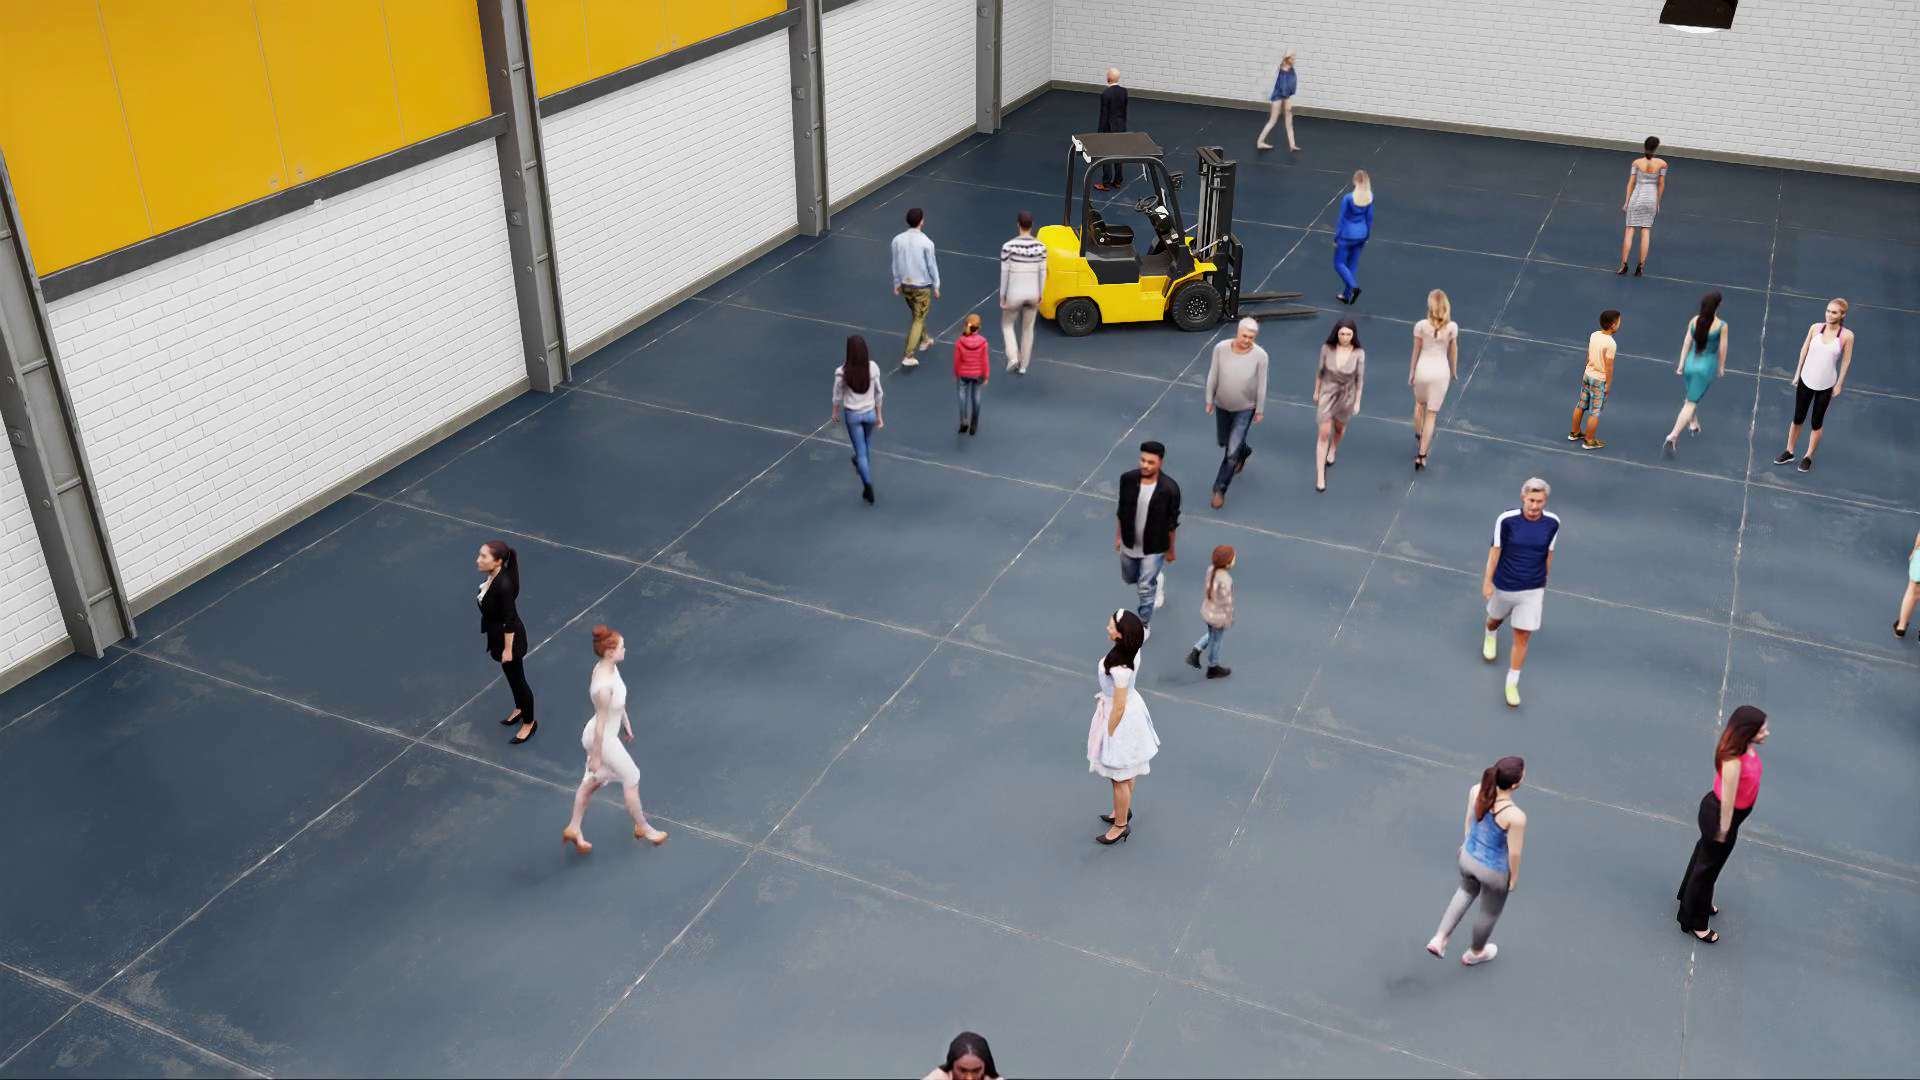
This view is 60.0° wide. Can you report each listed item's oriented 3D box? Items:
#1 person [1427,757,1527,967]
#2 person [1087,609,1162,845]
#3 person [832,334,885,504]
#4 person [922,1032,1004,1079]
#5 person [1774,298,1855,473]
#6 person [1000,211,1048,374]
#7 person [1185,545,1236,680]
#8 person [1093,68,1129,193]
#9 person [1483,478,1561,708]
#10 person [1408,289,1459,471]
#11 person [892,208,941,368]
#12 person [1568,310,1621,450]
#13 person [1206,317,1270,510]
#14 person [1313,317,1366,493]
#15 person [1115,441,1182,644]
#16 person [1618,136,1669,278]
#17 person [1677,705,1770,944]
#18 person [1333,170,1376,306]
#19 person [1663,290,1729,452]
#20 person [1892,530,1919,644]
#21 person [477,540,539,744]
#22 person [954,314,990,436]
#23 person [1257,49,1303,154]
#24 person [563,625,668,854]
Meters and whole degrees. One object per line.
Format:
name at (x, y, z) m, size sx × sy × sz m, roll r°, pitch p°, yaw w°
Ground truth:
person at (3.155, 1.988, 10.112) m, size 0.895 × 1.602 × 0.791 m, roll -18°, pitch 33°, yaw -29°
person at (1.080, 1.258, 11.223) m, size 0.803 × 1.819 × 0.707 m, roll 7°, pitch 29°, yaw 13°
person at (-0.918, -1.118, 15.832) m, size 1.059 × 1.576 × 1.085 m, roll -12°, pitch 31°, yaw -20°
person at (0.032, 3.024, 8.095) m, size 0.687 × 1.714 × 0.638 m, roll 4°, pitch 29°, yaw 7°
person at (8.456, -1.539, 16.384) m, size 0.656 × 1.786 × 0.678 m, roll -24°, pitch 37°, yaw -37°
person at (0.710, -2.687, 18.438) m, size 0.866 × 1.835 × 0.911 m, roll -7°, pitch 29°, yaw -13°
person at (1.976, 0.577, 13.130) m, size 0.706 × 1.189 × 0.650 m, roll -8°, pitch 30°, yaw -14°
person at (2.267, -6.111, 24.753) m, size 0.706 × 1.800 × 0.833 m, roll -19°, pitch 34°, yaw -30°
person at (4.338, 0.304, 12.995) m, size 0.885 × 1.797 × 1.268 m, roll 4°, pitch 29°, yaw 8°
person at (4.617, -1.537, 16.369) m, size 0.639 × 1.798 × 0.897 m, roll 13°, pitch 31°, yaw 22°
person at (-0.516, -2.805, 18.723) m, size 0.755 × 1.769 × 1.160 m, roll 16°, pitch 32°, yaw 27°
person at (6.477, -1.648, 16.925) m, size 0.652 × 1.460 × 0.598 m, roll -11°, pitch 31°, yaw -20°
person at (2.645, -1.276, 15.824) m, size 0.793 × 1.862 × 1.198 m, roll 19°, pitch 34°, yaw 31°
person at (3.677, -1.372, 16.176) m, size 0.755 × 1.693 × 1.148 m, roll 7°, pitch 29°, yaw 12°
person at (1.565, -0.043, 13.635) m, size 0.803 × 1.793 × 1.065 m, roll 17°, pitch 33°, yaw 28°
person at (8.771, -4.286, 21.383) m, size 0.617 × 1.822 × 0.562 m, roll 8°, pitch 30°, yaw 15°
person at (4.811, 1.755, 10.480) m, size 0.655 × 1.659 × 0.466 m, roll 14°, pitch 32°, yaw 24°
person at (4.850, -3.653, 20.364) m, size 0.912 × 1.686 × 0.966 m, roll -12°, pitch 31°, yaw -20°
person at (7.415, -1.666, 16.767) m, size 1.107 × 1.643 × 0.813 m, roll -24°, pitch 37°, yaw -37°
person at (7.978, 0.122, 13.578) m, size 0.564 × 1.559 × 0.563 m, roll 16°, pitch 33°, yaw 27°
person at (-3.357, 0.734, 12.349) m, size 0.743 × 1.660 × 0.696 m, roll -12°, pitch 31°, yaw -22°
person at (0.104, -1.670, 17.125) m, size 0.650 × 1.308 × 0.741 m, roll 1°, pitch 29°, yaw 1°
person at (5.077, -7.000, 26.551) m, size 0.836 × 1.639 × 1.005 m, roll 14°, pitch 31°, yaw 23°
person at (-2.457, 1.389, 11.057) m, size 0.953 × 1.747 × 0.963 m, roll -2°, pitch 29°, yaw -3°
